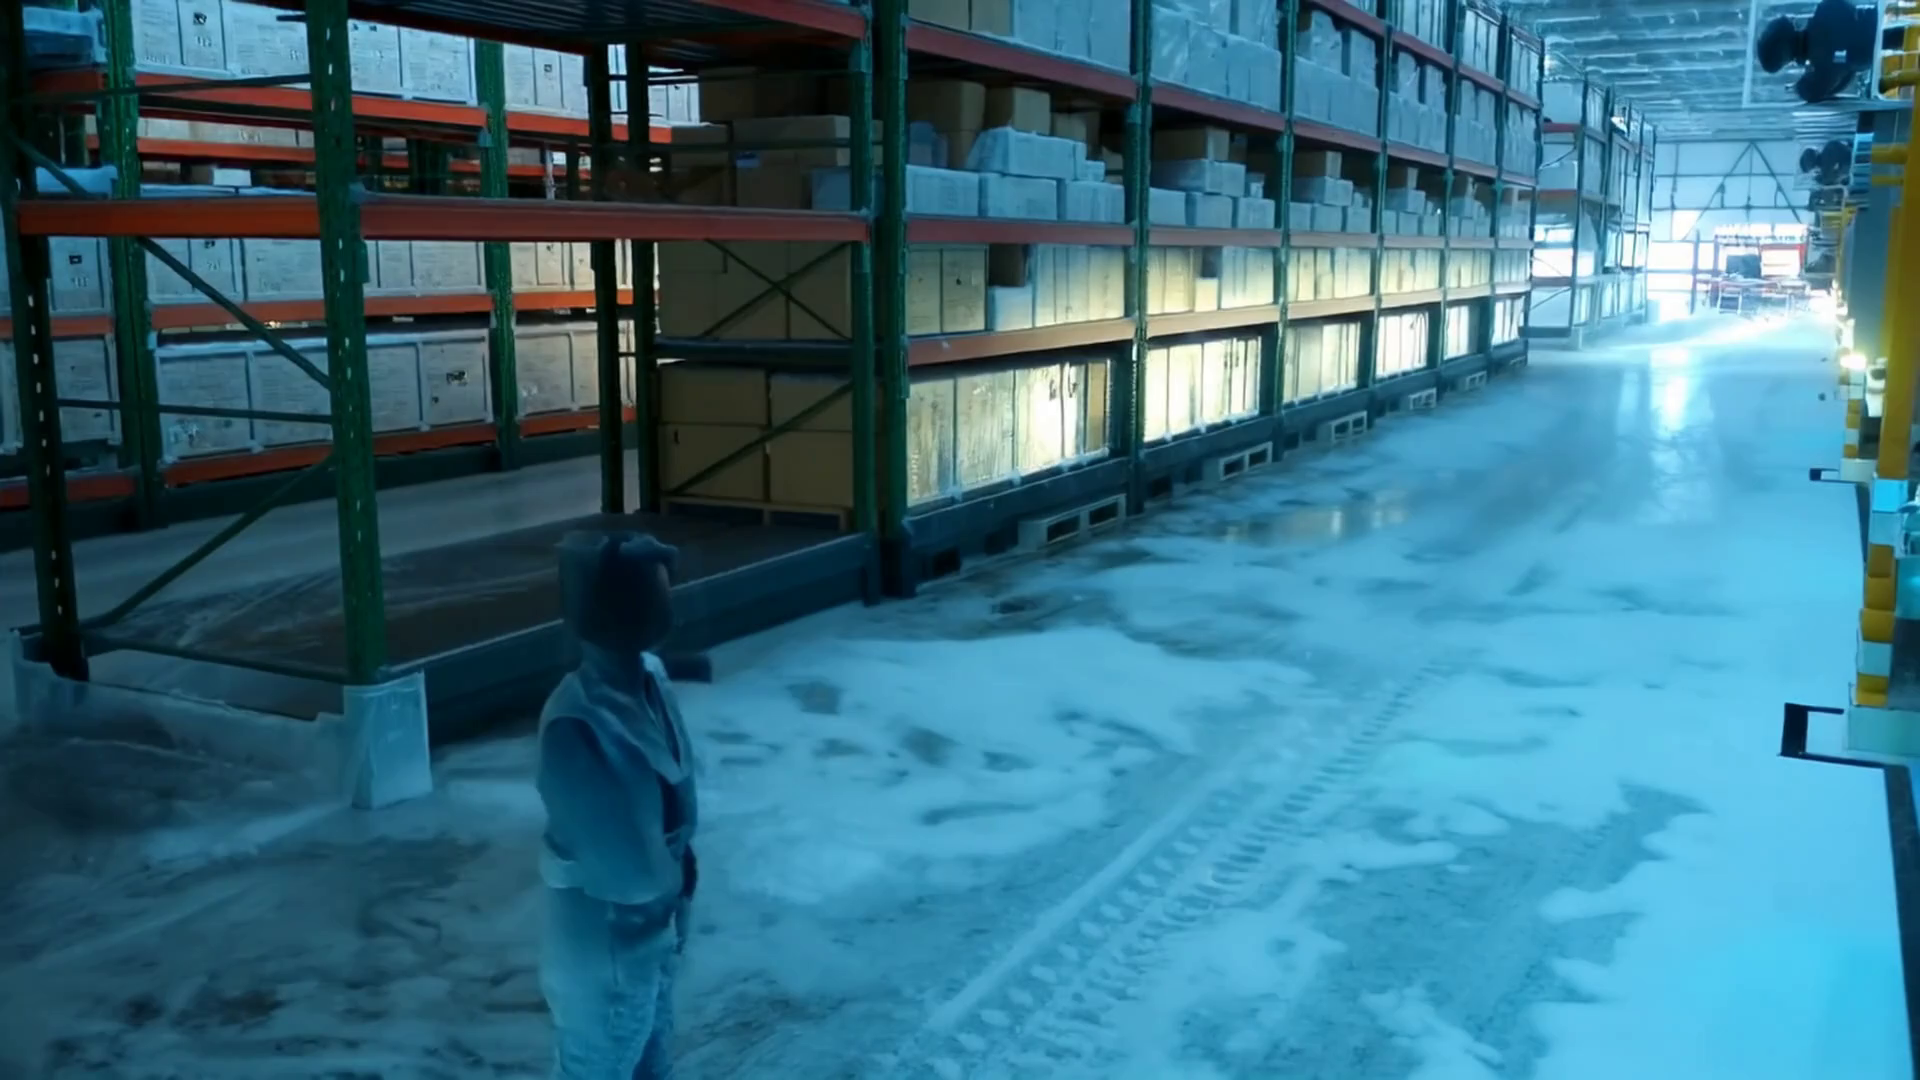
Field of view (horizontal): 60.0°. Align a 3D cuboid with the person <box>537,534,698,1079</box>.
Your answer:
[{"bbox_3d":[-0.678,0.796,3.330,0.310,1.638,0.523,1,10,6],"label":"person"}]
